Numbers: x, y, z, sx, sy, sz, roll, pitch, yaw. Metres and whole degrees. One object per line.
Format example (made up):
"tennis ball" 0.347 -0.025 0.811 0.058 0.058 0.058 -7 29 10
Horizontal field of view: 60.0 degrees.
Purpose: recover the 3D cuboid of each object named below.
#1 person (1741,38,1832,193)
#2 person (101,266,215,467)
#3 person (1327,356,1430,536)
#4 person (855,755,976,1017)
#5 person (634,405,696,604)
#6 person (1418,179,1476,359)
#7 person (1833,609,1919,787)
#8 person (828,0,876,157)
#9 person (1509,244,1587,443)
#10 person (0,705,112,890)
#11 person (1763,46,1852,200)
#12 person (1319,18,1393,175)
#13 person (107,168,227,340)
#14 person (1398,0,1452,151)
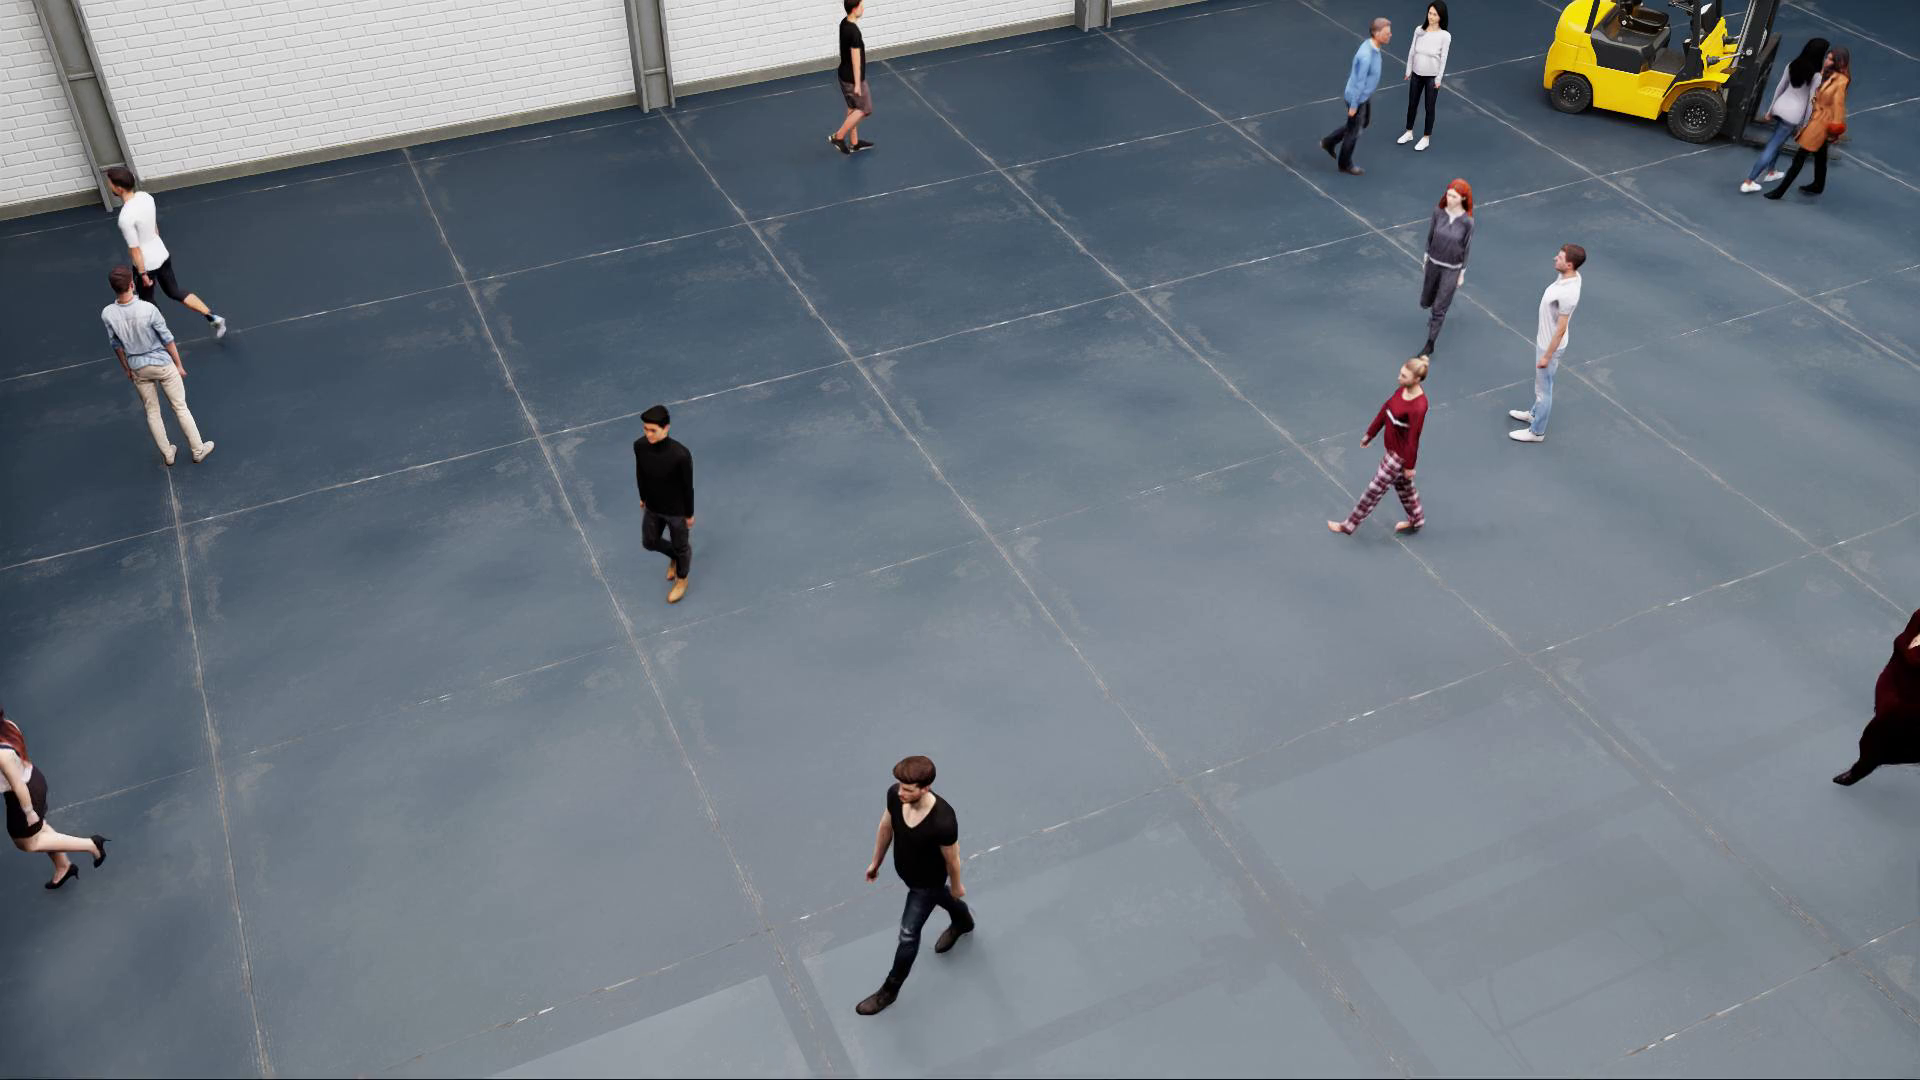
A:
"person" 8.803 -4.527 17.851 0.913 1.703 0.647 -17 42 -20
"person" -6.744 -1.446 13.877 0.611 1.847 0.776 -4 39 -5
"person" 3.535 -0.715 13.113 1.150 1.659 0.904 -1 39 -1
"person" -0.157 1.883 9.706 1.295 1.850 0.903 -29 47 -31
"person" -2.183 -0.325 12.577 0.809 1.718 0.861 16 41 20
"person" 4.502 -2.531 15.298 0.780 1.769 0.920 28 47 31
"person" 6.316 1.014 10.898 1.062 1.721 0.898 1 39 1
"person" -1.278 -5.170 18.537 0.813 1.851 0.690 -14 41 -16
"person" 5.049 -1.686 14.175 0.775 1.851 0.718 12 40 15
"person" -5.690 1.562 10.279 0.713 1.637 0.594 -20 43 -23
"person" 9.221 -4.421 17.728 1.100 1.690 0.918 -2 39 -2
"person" 4.295 -4.888 18.236 0.991 1.786 0.936 13 40 15
"person" -7.362 -2.577 15.310 1.215 1.826 1.061 5 39 7
"person" 5.274 -5.254 18.763 0.681 1.700 0.678 27 46 30
